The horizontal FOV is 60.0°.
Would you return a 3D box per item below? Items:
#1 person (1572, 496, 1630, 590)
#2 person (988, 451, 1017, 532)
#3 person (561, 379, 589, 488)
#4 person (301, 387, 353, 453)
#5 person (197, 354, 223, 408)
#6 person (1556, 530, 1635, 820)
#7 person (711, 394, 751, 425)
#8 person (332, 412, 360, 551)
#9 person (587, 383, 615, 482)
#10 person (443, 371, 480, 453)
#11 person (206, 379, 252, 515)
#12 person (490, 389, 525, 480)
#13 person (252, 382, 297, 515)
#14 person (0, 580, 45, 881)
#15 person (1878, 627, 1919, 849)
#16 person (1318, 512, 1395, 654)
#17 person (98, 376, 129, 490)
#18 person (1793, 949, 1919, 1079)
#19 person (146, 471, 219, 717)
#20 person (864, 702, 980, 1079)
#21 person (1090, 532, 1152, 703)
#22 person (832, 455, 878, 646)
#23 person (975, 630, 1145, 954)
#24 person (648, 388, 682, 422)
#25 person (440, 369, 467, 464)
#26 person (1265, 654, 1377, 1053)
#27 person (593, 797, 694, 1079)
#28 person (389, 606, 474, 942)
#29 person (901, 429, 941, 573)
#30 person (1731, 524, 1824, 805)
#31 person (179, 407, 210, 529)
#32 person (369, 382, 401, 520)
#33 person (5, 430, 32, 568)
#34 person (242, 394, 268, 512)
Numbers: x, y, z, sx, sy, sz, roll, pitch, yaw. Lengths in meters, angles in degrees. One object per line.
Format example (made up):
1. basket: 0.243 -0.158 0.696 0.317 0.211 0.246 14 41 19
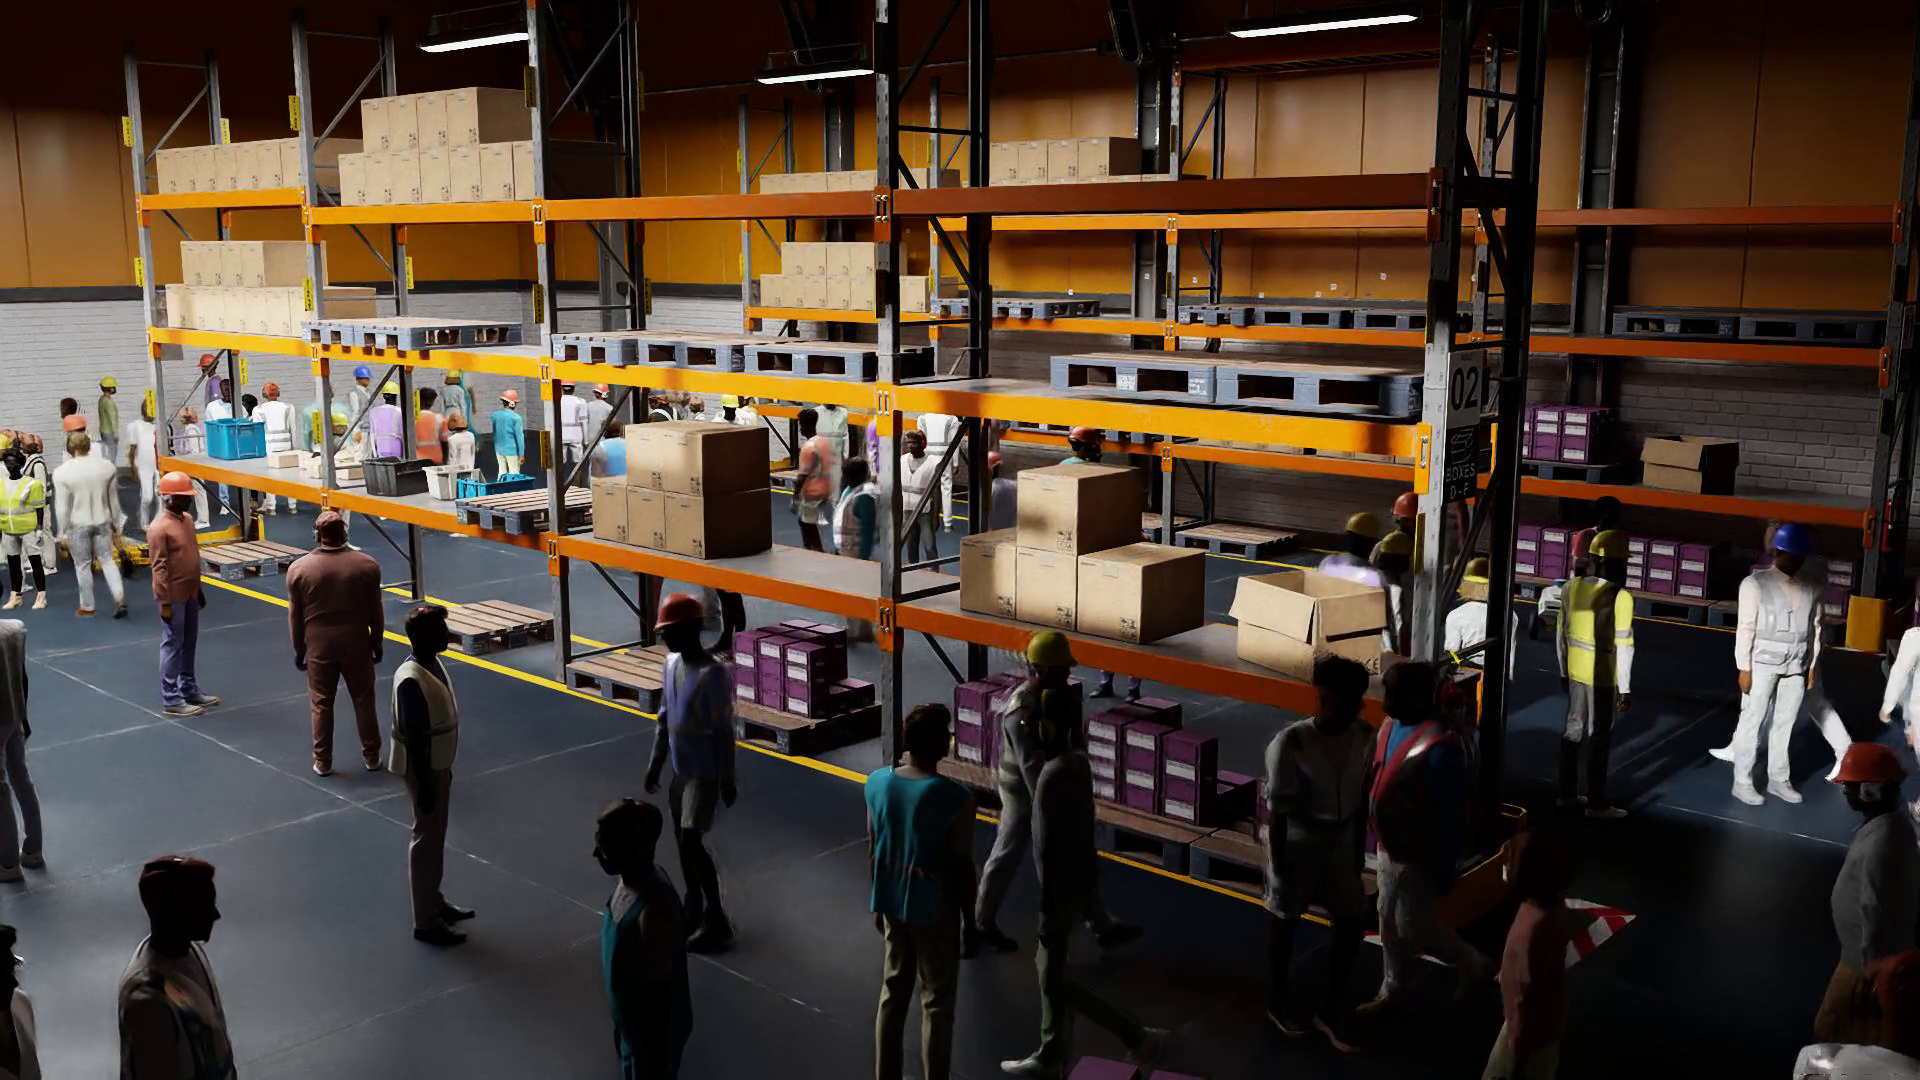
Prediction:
1. person: 5.430 0.451 14.156 0.537 1.689 0.323 -2 10 -11
2. person: 0.359 -0.035 16.760 0.431 1.723 0.573 8 13 37
3. person: -5.720 -1.477 24.399 0.561 1.924 0.421 -1 10 -5
4. person: -8.819 -1.263 23.224 0.643 1.903 0.947 -4 11 -21
5. person: -12.167 -2.017 27.133 0.413 2.036 0.606 -5 11 -24
6. person: 4.222 0.883 11.020 0.385 1.925 0.592 -5 11 -25
7. person: -2.947 -0.950 21.415 0.587 1.920 0.390 -5 11 -26
8. person: -7.686 -0.716 20.613 0.492 1.735 0.335 6 12 31
9. person: -5.420 -1.529 25.186 0.557 1.744 0.351 5 11 26
10. person: -8.950 -2.385 29.827 0.567 1.814 0.545 3 10 14
11. person: -10.311 -1.324 23.520 0.597 1.918 0.383 -6 11 -29
12. person: -6.433 -1.283 23.796 0.574 1.740 0.348 6 12 29
13. person: -9.643 -1.287 23.450 0.576 1.877 0.350 -6 12 -29
14. person: -5.750 1.109 9.918 0.329 1.867 0.507 1 10 6
15. person: 6.142 1.069 10.519 0.541 1.725 0.863 1 10 4
16. person: 2.875 0.735 11.989 0.847 1.875 0.602 -4 11 -22
17. person: -13.201 -1.663 25.867 0.329 1.767 0.528 -9 14 -43
18. person: 2.562 2.049 4.663 0.947 1.853 0.560 -6 12 -32
19. person: -6.284 0.431 13.422 0.407 1.986 0.614 0 10 0
20. person: -0.178 1.611 7.172 0.561 1.836 0.389 7 12 36
21. person: 1.334 0.474 13.811 0.523 1.760 0.324 6 12 31
22. person: -0.994 0.101 15.733 0.429 1.839 0.654 -2 10 -10
23. person: 0.477 1.354 8.765 0.972 1.772 0.602 5 11 25
24. person: -3.906 -1.040 21.570 0.535 2.000 0.679 4 11 23
25. person: -8.487 -2.022 27.971 0.492 1.740 0.324 4 11 22
26. person: 1.673 1.457 7.786 0.642 1.920 0.667 -3 11 -19
27. person: -1.151 1.811 6.042 0.352 1.841 0.507 -4 11 -21
28. person: -2.911 1.264 9.093 0.380 1.844 0.570 -1 10 -8
29. person: -0.424 -0.289 17.921 0.561 1.836 0.392 7 12 33
30. person: 5.525 0.840 11.241 0.609 1.939 0.420 -2 10 -10
31. person: -10.256 -0.962 22.274 0.311 1.636 0.523 -5 11 -24
32. person: -7.831 -1.220 22.937 0.586 1.920 0.397 2 10 12
33. person: -11.069 -0.475 19.537 0.518 1.631 0.317 8 13 40
34. person: -10.052 -1.238 23.678 0.533 1.692 0.319 6 12 30
